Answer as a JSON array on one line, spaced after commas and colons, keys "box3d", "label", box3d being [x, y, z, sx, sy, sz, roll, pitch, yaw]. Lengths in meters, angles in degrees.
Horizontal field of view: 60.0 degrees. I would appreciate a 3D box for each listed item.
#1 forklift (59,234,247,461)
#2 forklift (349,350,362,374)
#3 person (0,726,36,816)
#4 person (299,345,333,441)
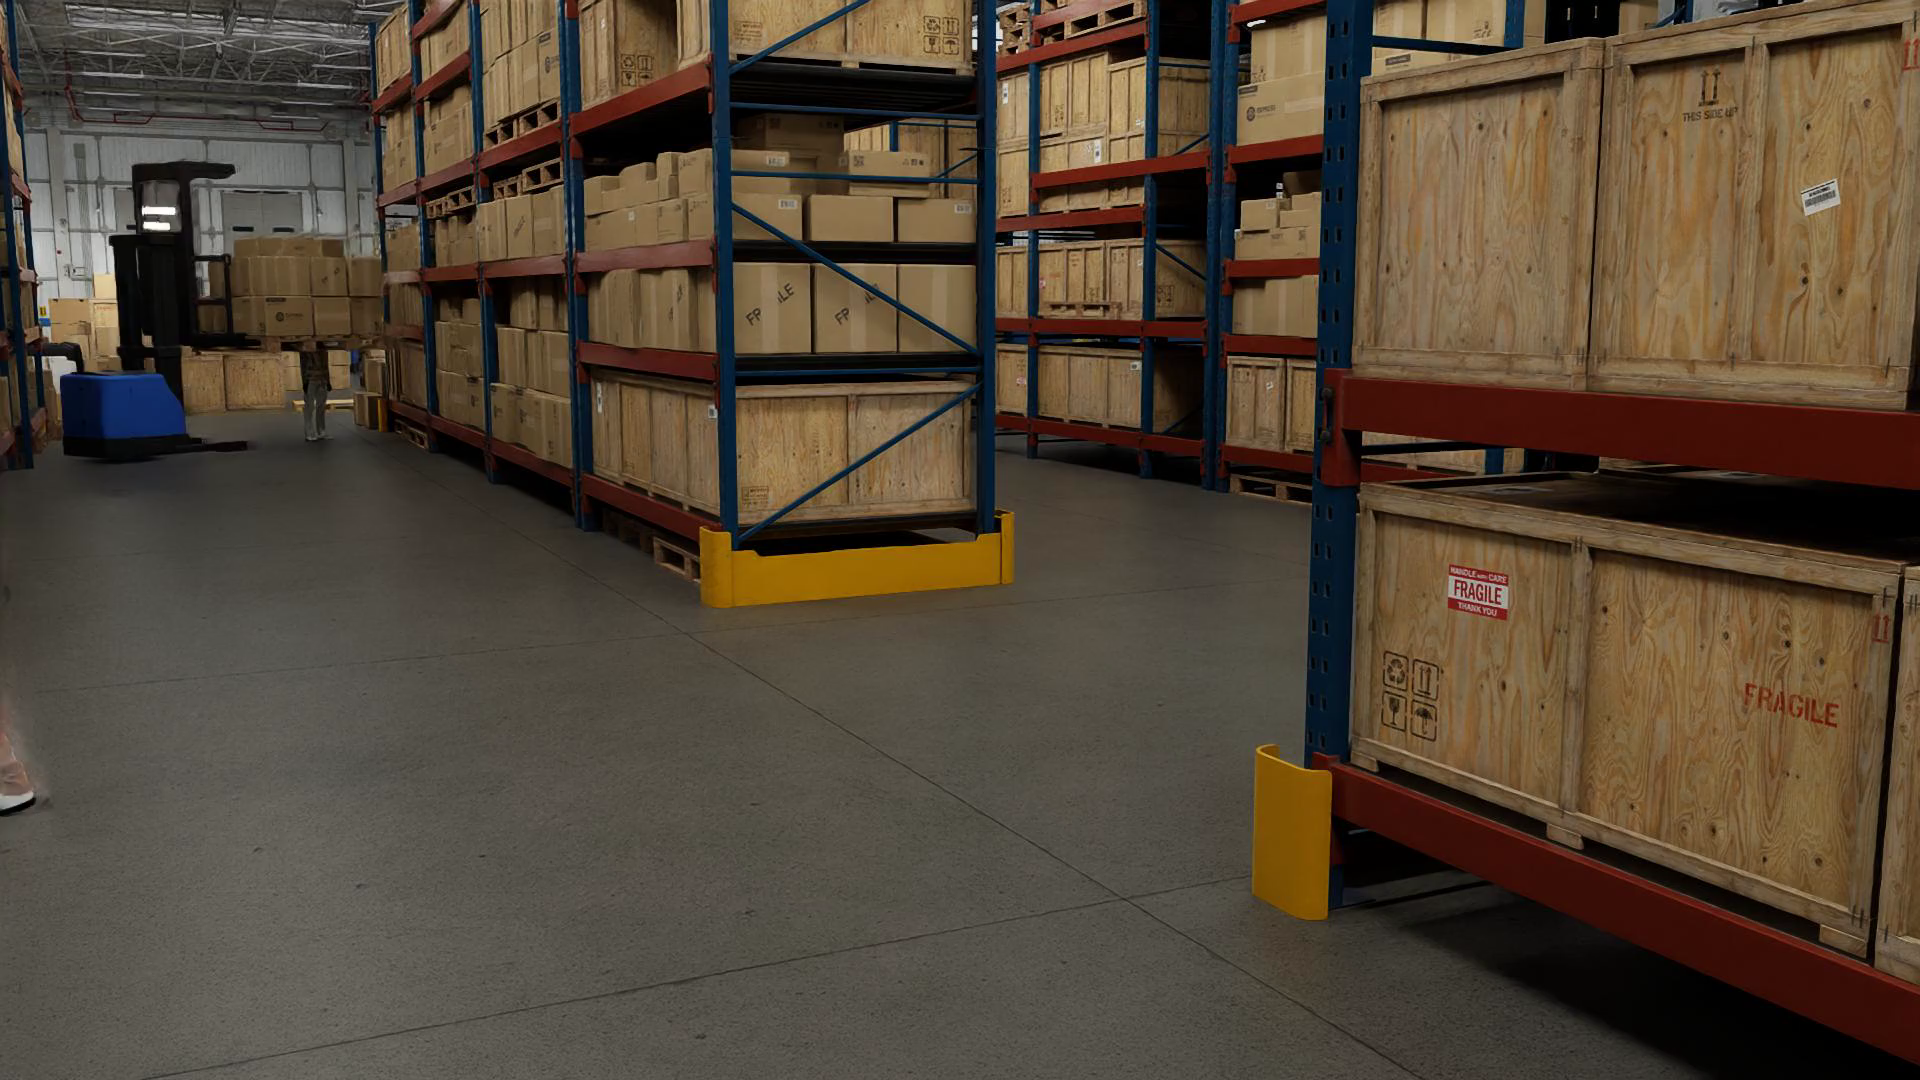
[{"box3d": [-10.296, -2.463, 21.073, 1.129, 2.768, 1.873, 5, 10, 33], "label": "forklift"}, {"box3d": [-16.677, -5.853, 44.451, 1.129, 2.768, 1.873, -2, 8, -12], "label": "forklift"}, {"box3d": [-4.091, 0.186, 6.324, 0.991, 1.853, 0.666, -3, 9, -21], "label": "person"}, {"box3d": [-9.174, -2.225, 23.691, 0.311, 1.638, 0.521, 4, 9, 24], "label": "person"}]
